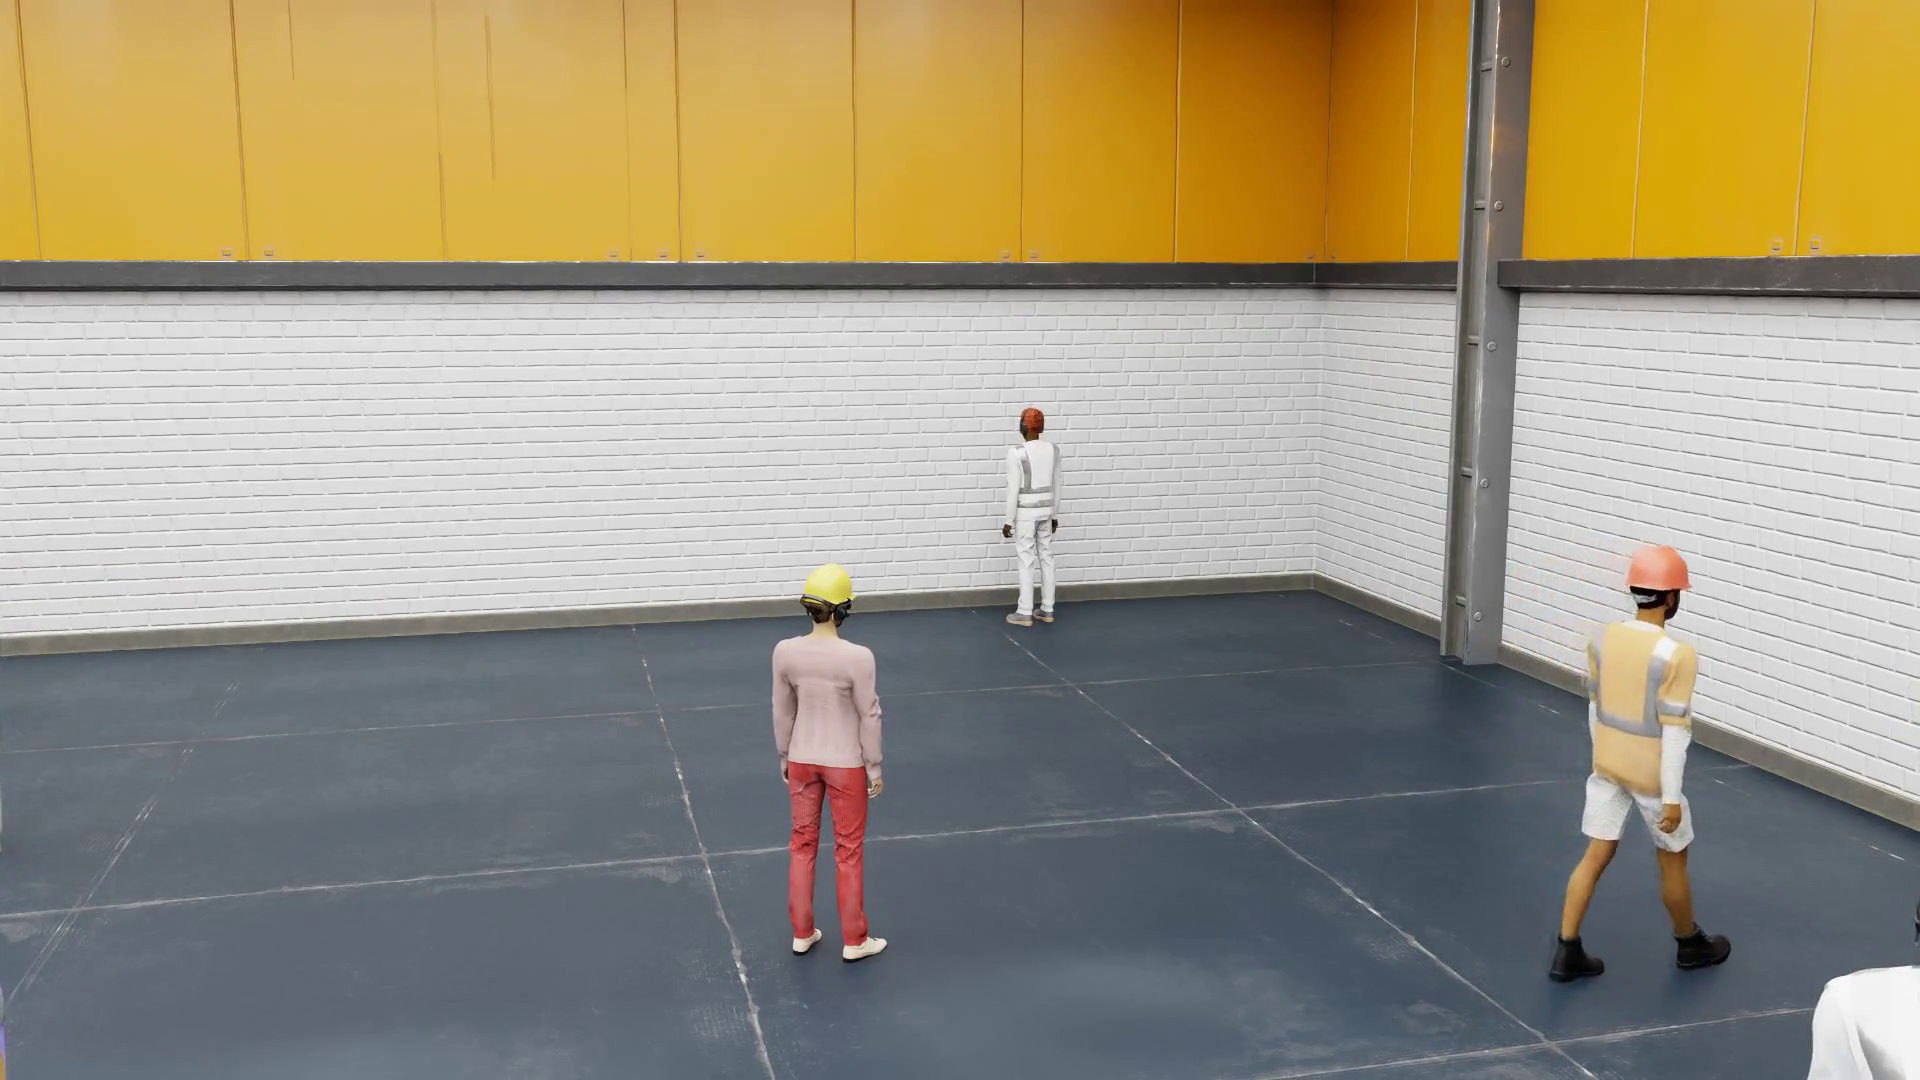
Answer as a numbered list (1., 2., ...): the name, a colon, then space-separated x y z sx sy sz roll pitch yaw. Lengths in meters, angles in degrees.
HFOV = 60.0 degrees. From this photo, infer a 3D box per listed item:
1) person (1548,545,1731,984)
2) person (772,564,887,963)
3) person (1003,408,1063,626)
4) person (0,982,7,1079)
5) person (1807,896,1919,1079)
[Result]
1. person: 2.937 0.959 7.120 0.909 1.891 0.562 -5 10 -27
2. person: -0.576 0.982 7.345 0.523 1.769 0.314 4 10 23
3. person: 0.622 -0.200 14.365 0.572 1.883 0.356 -6 11 -35
4. person: -2.551 1.461 4.109 0.573 1.843 0.374 4 10 25
5. person: 2.059 1.541 3.495 0.584 1.880 0.337 2 9 12
